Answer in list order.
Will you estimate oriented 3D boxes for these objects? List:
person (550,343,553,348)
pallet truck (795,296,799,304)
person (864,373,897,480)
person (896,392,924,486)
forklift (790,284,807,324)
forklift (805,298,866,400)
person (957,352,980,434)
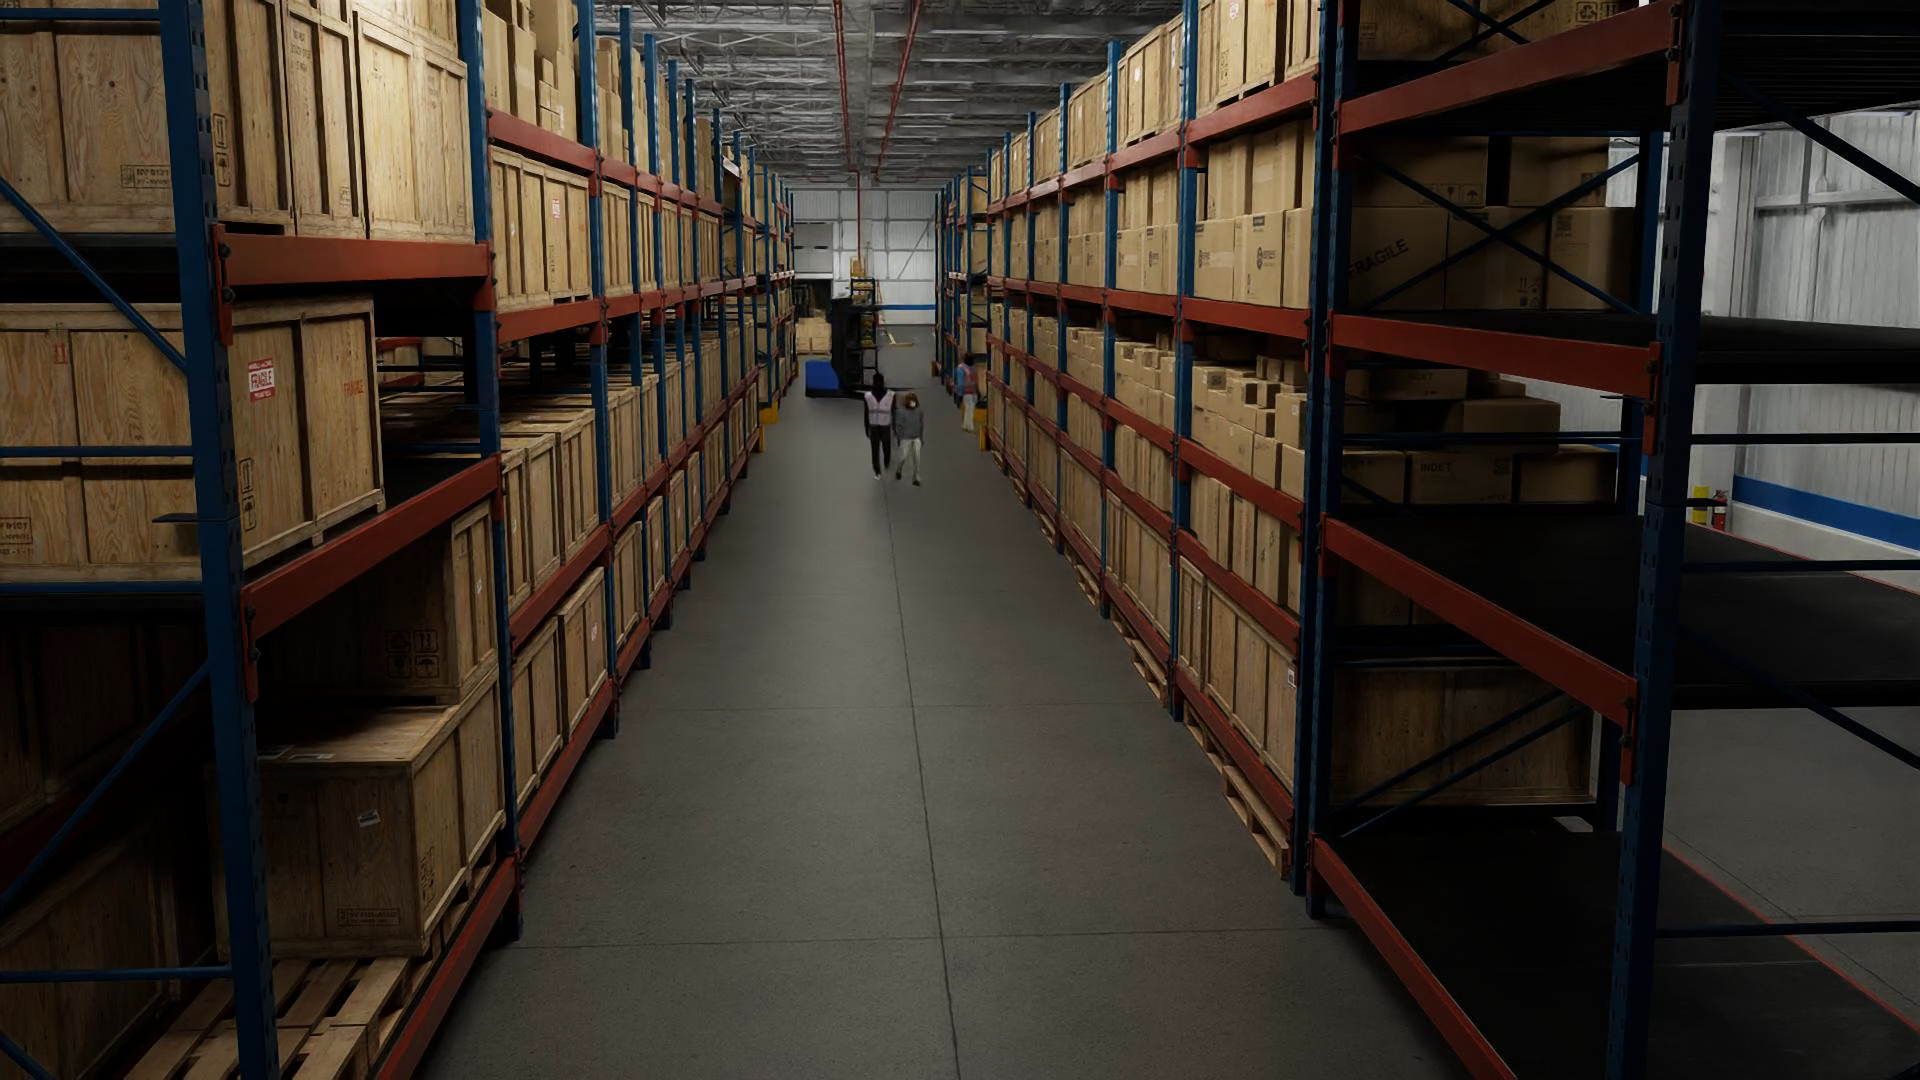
[{"bbox_3d":[-10.588,-4.296,42.773,0.607,2.006,1.008,-2,10,-9],"label":"person"},{"bbox_3d":[-8.622,-12.439,91.403,1.885,1.965,0.823,2,10,13],"label":"pallet truck"},{"bbox_3d":[-1.410,-2.027,29.485,0.599,1.899,0.546,1,10,5],"label":"person"},{"bbox_3d":[-0.870,-1.746,28.663,0.510,1.616,0.592,-5,11,-27],"label":"person"},{"bbox_3d":[-7.398,-10.152,75.111,1.129,2.768,1.873,2,10,11],"label":"forklift"},{"bbox_3d":[-3.316,-5.357,46.468,1.873,2.768,1.129,3,10,20],"label":"forklift"},{"bbox_3d":[0.217,-3.280,37.194,0.524,1.835,0.641,7,12,38],"label":"person"}]
